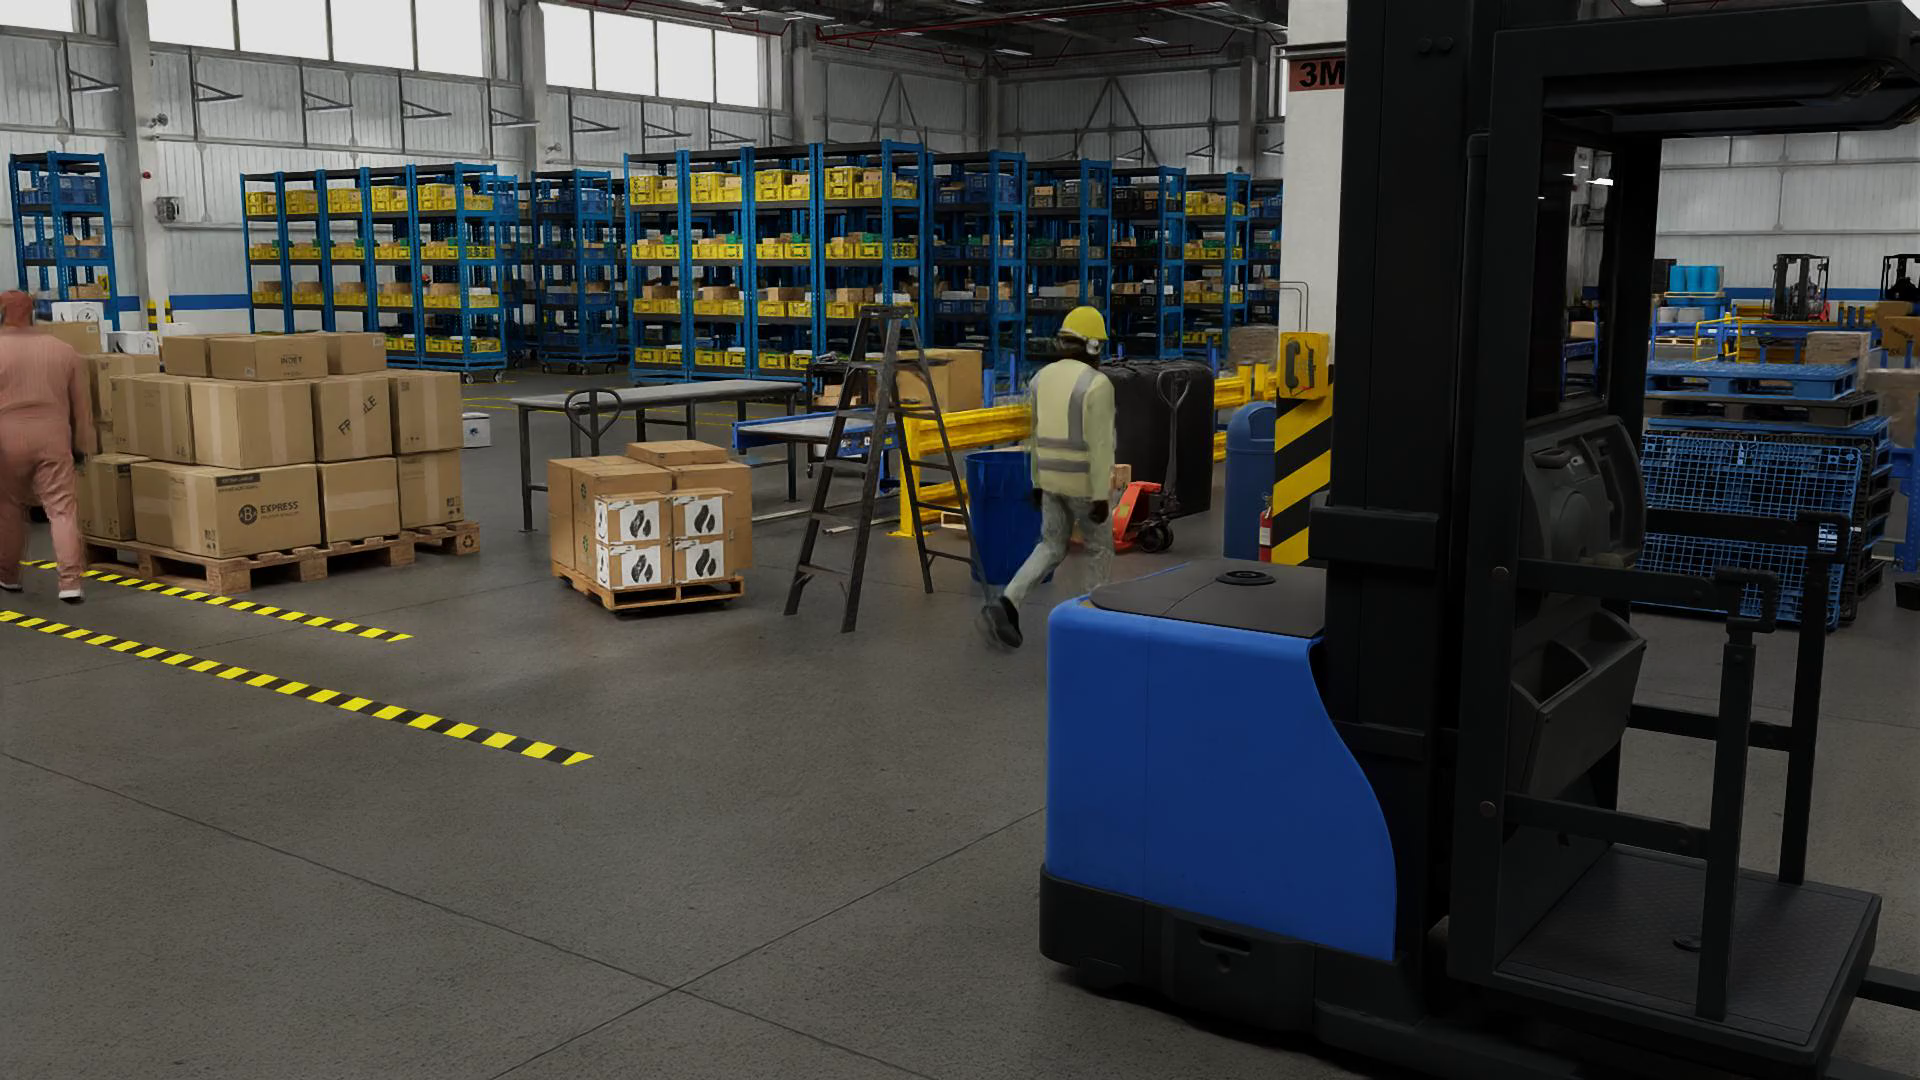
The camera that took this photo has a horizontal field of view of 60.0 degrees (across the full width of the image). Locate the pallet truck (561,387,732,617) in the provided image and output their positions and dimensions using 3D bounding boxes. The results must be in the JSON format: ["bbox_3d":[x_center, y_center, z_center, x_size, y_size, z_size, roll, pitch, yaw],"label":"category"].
[{"bbox_3d":[-1.981,-0.274,10.088,0.680,1.201,1.601,-5,11,-28],"label":"pallet truck"}]

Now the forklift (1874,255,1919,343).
[{"bbox_3d":[22.089,-5.634,38.796,1.157,1.987,2.680,6,11,33],"label":"forklift"}]

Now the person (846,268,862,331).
[{"bbox_3d":[-2.106,-4.610,33.484,0.395,2.042,0.611,-1,10,-6],"label":"person"}]

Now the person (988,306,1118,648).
[{"bbox_3d":[0.534,-0.309,8.620,0.783,1.801,0.594,-7,12,-37],"label":"person"}]

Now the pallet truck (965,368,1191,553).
[{"bbox_3d":[0.845,-0.609,11.869,1.630,1.274,0.653,7,12,35],"label":"pallet truck"}]

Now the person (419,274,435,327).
[{"bbox_3d":[-11.553,-4.893,36.071,0.359,1.743,0.563,4,11,25],"label":"person"}]

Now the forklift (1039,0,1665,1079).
[{"bbox_3d":[1.249,-0.137,4.360,1.873,2.768,1.129,7,12,35],"label":"forklift"}]

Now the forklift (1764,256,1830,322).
[{"bbox_3d":[20.253,-5.854,40.139,1.157,1.987,2.680,7,12,35],"label":"forklift"}]

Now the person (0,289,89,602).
[{"bbox_3d":[-5.571,-0.565,9.977,0.666,1.847,1.010,-9,13,-42],"label":"person"}]
